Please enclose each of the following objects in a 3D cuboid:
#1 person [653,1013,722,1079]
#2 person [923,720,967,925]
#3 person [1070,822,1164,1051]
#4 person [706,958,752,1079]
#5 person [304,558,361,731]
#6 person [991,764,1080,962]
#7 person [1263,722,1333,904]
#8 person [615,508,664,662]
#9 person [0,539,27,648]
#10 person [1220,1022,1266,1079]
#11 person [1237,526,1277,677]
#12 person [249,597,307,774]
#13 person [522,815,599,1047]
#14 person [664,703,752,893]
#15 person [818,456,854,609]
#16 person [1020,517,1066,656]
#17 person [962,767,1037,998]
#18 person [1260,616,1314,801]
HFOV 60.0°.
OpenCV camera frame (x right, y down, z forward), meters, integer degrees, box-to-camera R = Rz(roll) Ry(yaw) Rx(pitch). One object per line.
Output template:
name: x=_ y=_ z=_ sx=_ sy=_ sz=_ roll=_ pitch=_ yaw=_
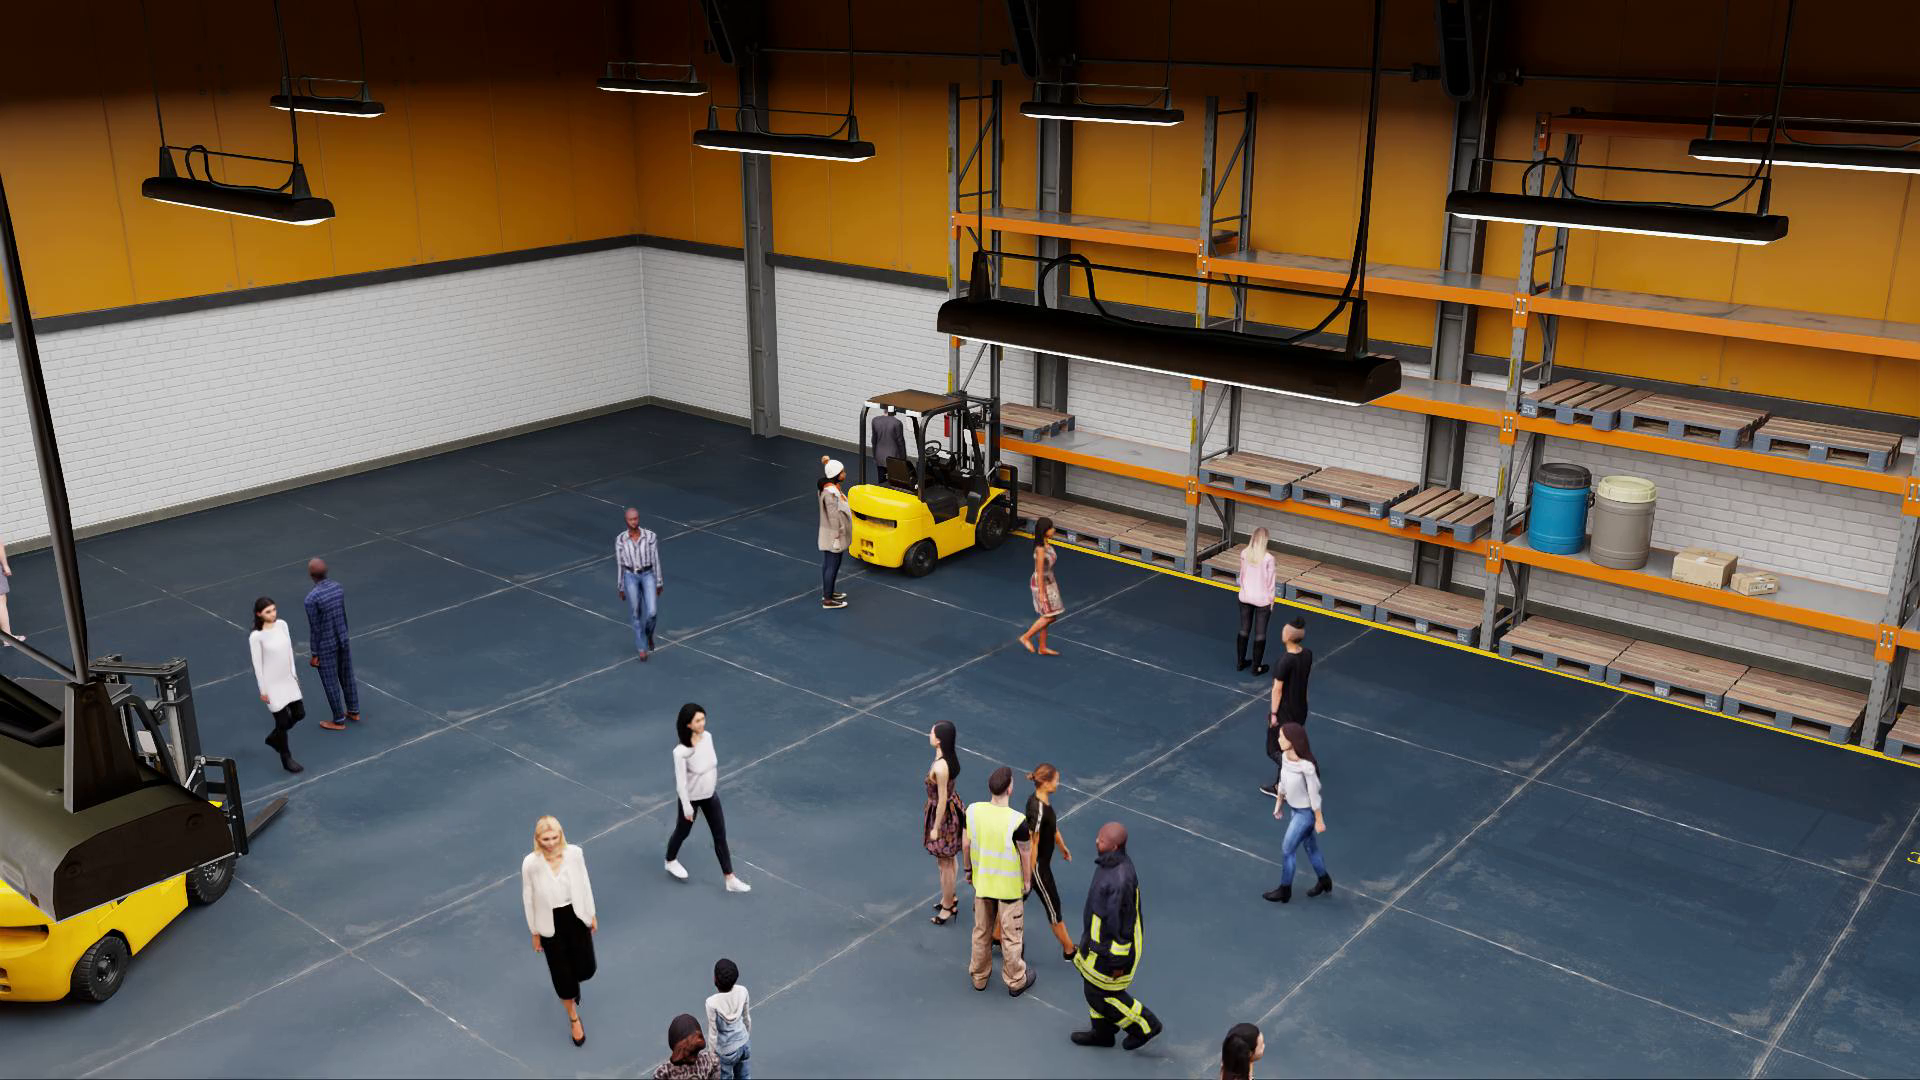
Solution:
person: x=-1.575 y=3.519 z=9.722 sx=0.659 sy=1.714 sz=0.676 roll=-9 pitch=21 yaw=-26
person: x=-0.136 y=2.257 z=13.375 sx=0.833 sy=1.774 sz=0.794 roll=3 pitch=19 yaw=9
person: x=1.150 y=2.799 z=11.698 sx=1.071 sy=1.818 sz=0.996 roll=1 pitch=19 yaw=4
person: x=-1.528 y=3.328 z=10.997 sx=0.514 sy=1.261 sz=0.536 roll=-14 pitch=23 yaw=-37
person: x=-6.398 y=1.039 z=16.923 sx=0.692 sy=1.818 sz=0.722 roll=7 pitch=20 yaw=21
person: x=0.508 y=2.501 z=12.887 sx=1.121 sy=1.622 sz=0.984 roll=1 pitch=19 yaw=4
person: x=2.900 y=2.253 z=13.678 sx=0.969 sy=1.589 sz=0.929 roll=-5 pitch=19 yaw=-16
person: x=-3.601 y=0.472 z=18.665 sx=0.801 sy=1.781 sz=0.848 roll=-4 pitch=19 yaw=-11
person: x=-11.146 y=0.330 z=19.005 sx=0.693 sy=1.832 sz=0.799 roll=2 pitch=19 yaw=6
person: x=1.509 y=3.560 z=9.634 sx=1.087 sy=1.692 sz=1.136 roll=-5 pitch=19 yaw=-14
person: x=3.237 y=0.656 z=18.268 sx=0.460 sy=1.686 sz=0.636 roll=15 pitch=24 yaw=37
person: x=-6.608 y=1.375 z=15.966 sx=0.820 sy=1.791 sz=0.726 roll=8 pitch=20 yaw=23
person: x=-2.847 y=2.736 z=11.849 sx=0.841 sy=1.840 sz=0.925 roll=-9 pitch=21 yaw=-25
person: x=-2.265 y=2.147 z=13.891 sx=1.151 sy=1.653 sz=0.728 roll=12 pitch=22 yaw=31
person: x=-1.573 y=-0.120 z=20.249 sx=0.873 sy=1.892 sz=0.801 roll=-4 pitch=19 yaw=-11
person: x=0.859 y=0.532 z=18.707 sx=0.894 sy=1.639 sz=0.827 roll=3 pitch=19 yaw=8
person: x=0.290 y=2.538 z=12.428 sx=0.732 sy=1.845 sz=0.840 roll=8 pitch=20 yaw=22
person: x=3.076 y=1.582 z=15.254 sx=0.916 sy=1.854 sz=0.708 roll=17 pitch=25 yaw=41
